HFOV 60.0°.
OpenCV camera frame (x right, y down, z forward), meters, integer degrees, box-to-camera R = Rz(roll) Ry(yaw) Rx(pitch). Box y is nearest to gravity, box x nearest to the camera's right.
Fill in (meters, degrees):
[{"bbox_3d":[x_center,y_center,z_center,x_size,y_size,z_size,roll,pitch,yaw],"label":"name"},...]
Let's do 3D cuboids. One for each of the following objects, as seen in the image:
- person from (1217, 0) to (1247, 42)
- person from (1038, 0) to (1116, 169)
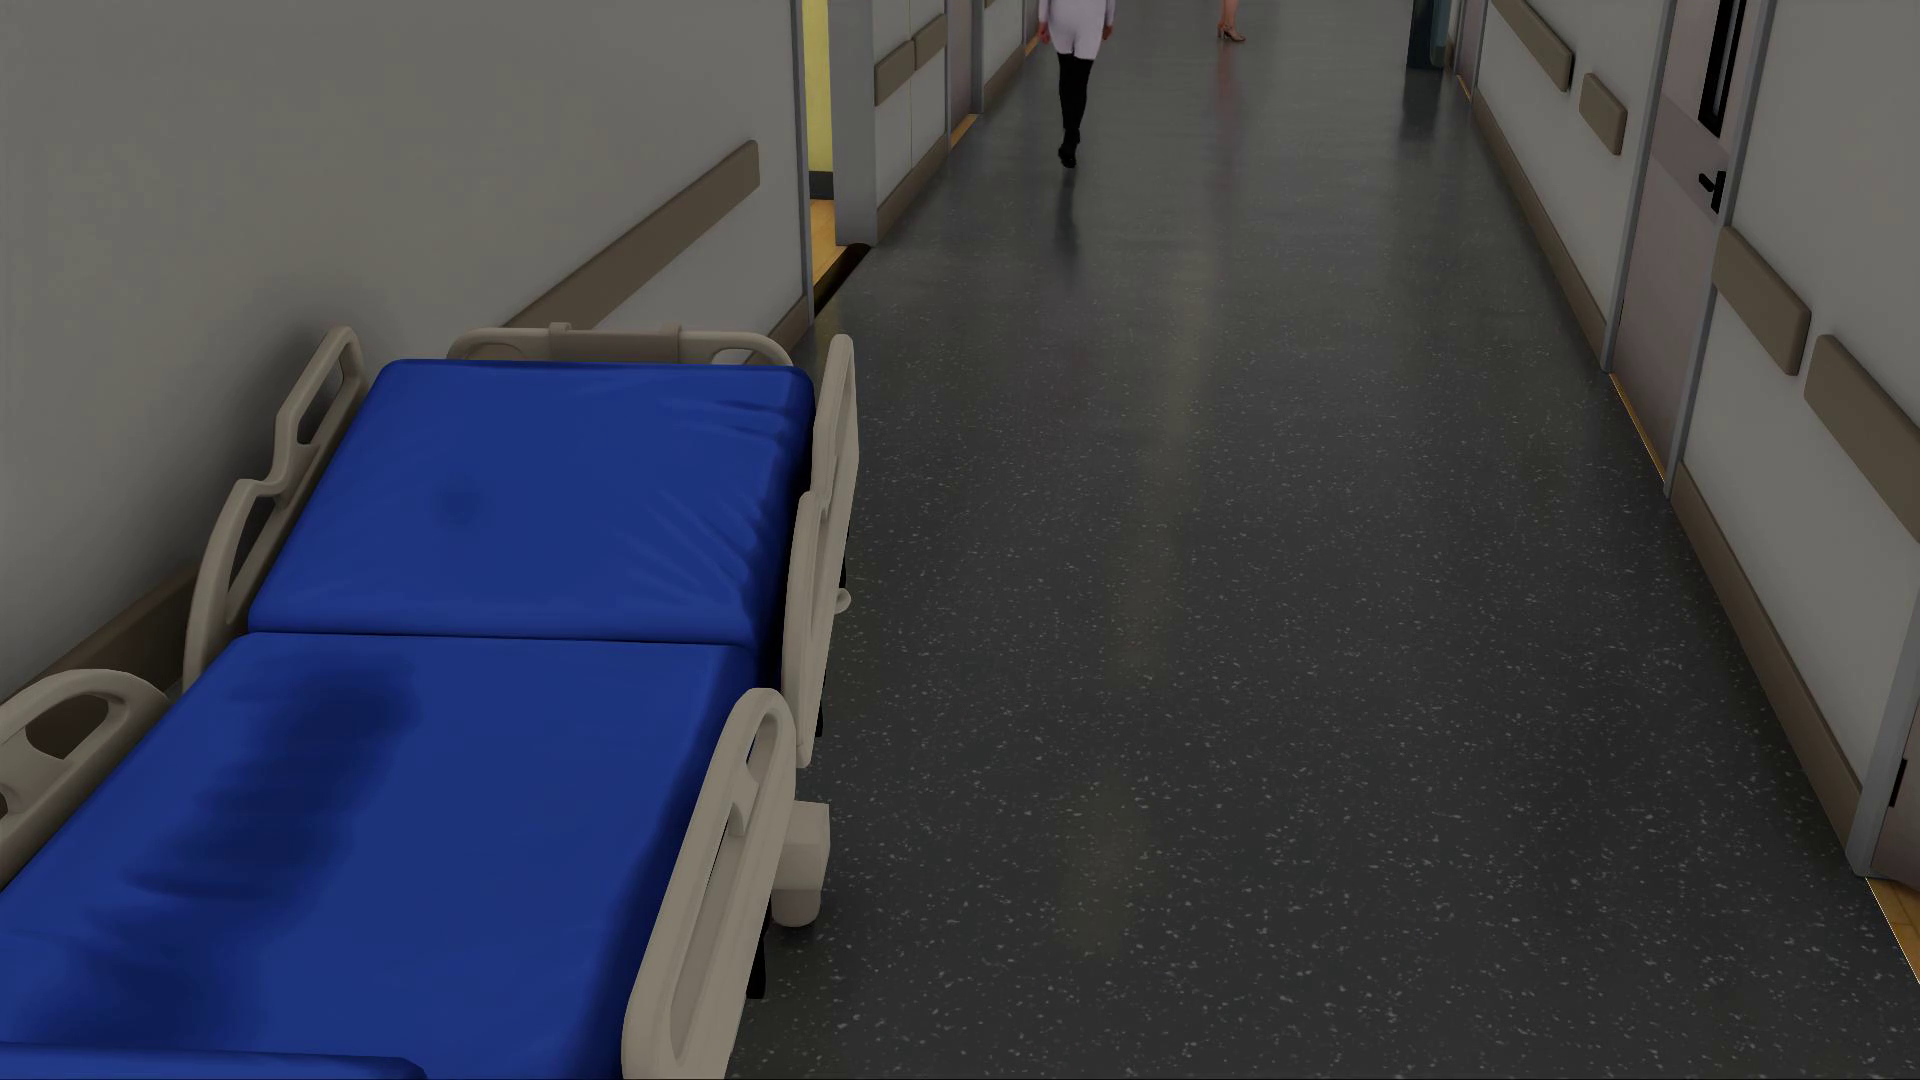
[{"bbox_3d":[2.429,-5.259,14.427,0.722,1.772,0.723,-3,26,-6],"label":"person"},{"bbox_3d":[0.695,-3.108,9.980,1.126,1.760,0.680,5,26,10],"label":"person"}]
